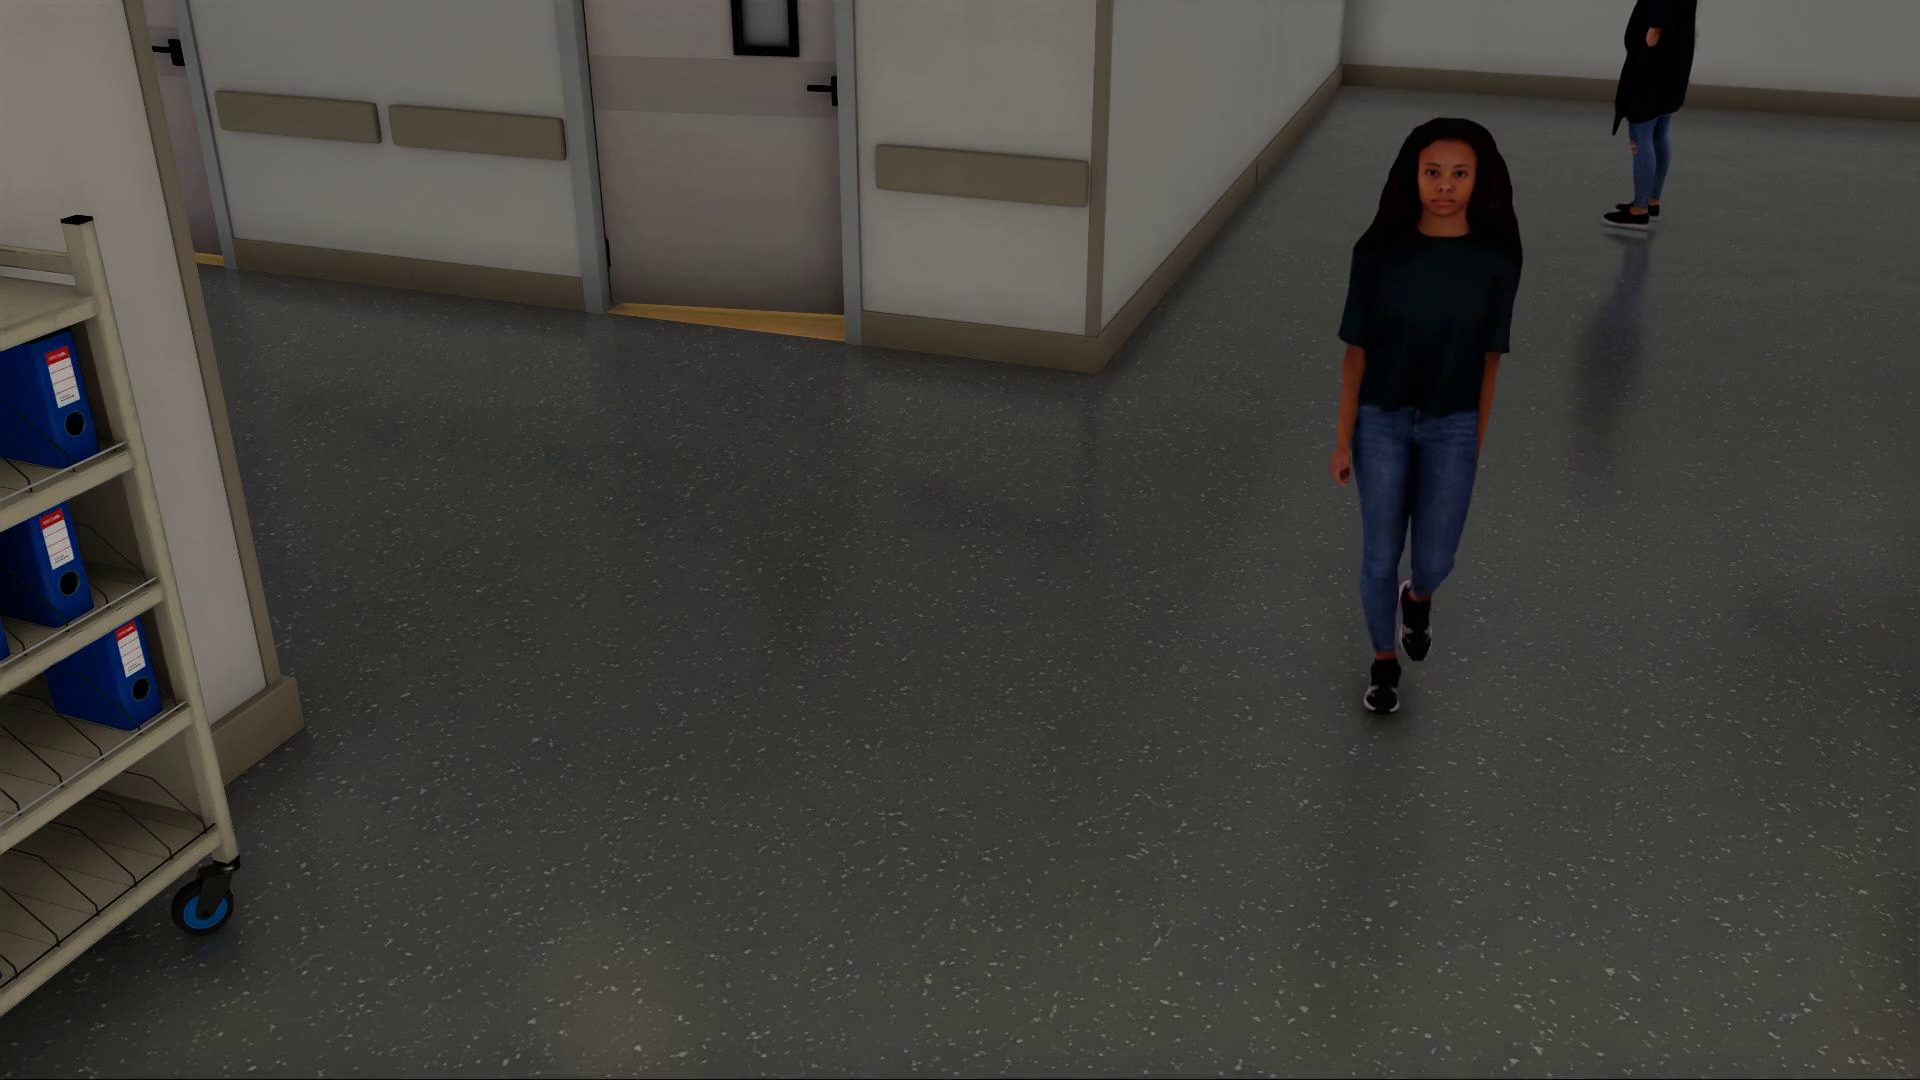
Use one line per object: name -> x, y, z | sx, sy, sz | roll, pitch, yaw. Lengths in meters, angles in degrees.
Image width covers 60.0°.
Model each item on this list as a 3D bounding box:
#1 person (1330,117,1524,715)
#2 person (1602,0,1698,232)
person -> 1.212, -0.321, 4.445 | 0.605, 1.605, 0.683 | 7, 27, 13
person -> 3.765, -2.523, 8.920 | 0.760, 1.683, 0.614 | 21, 32, 36
